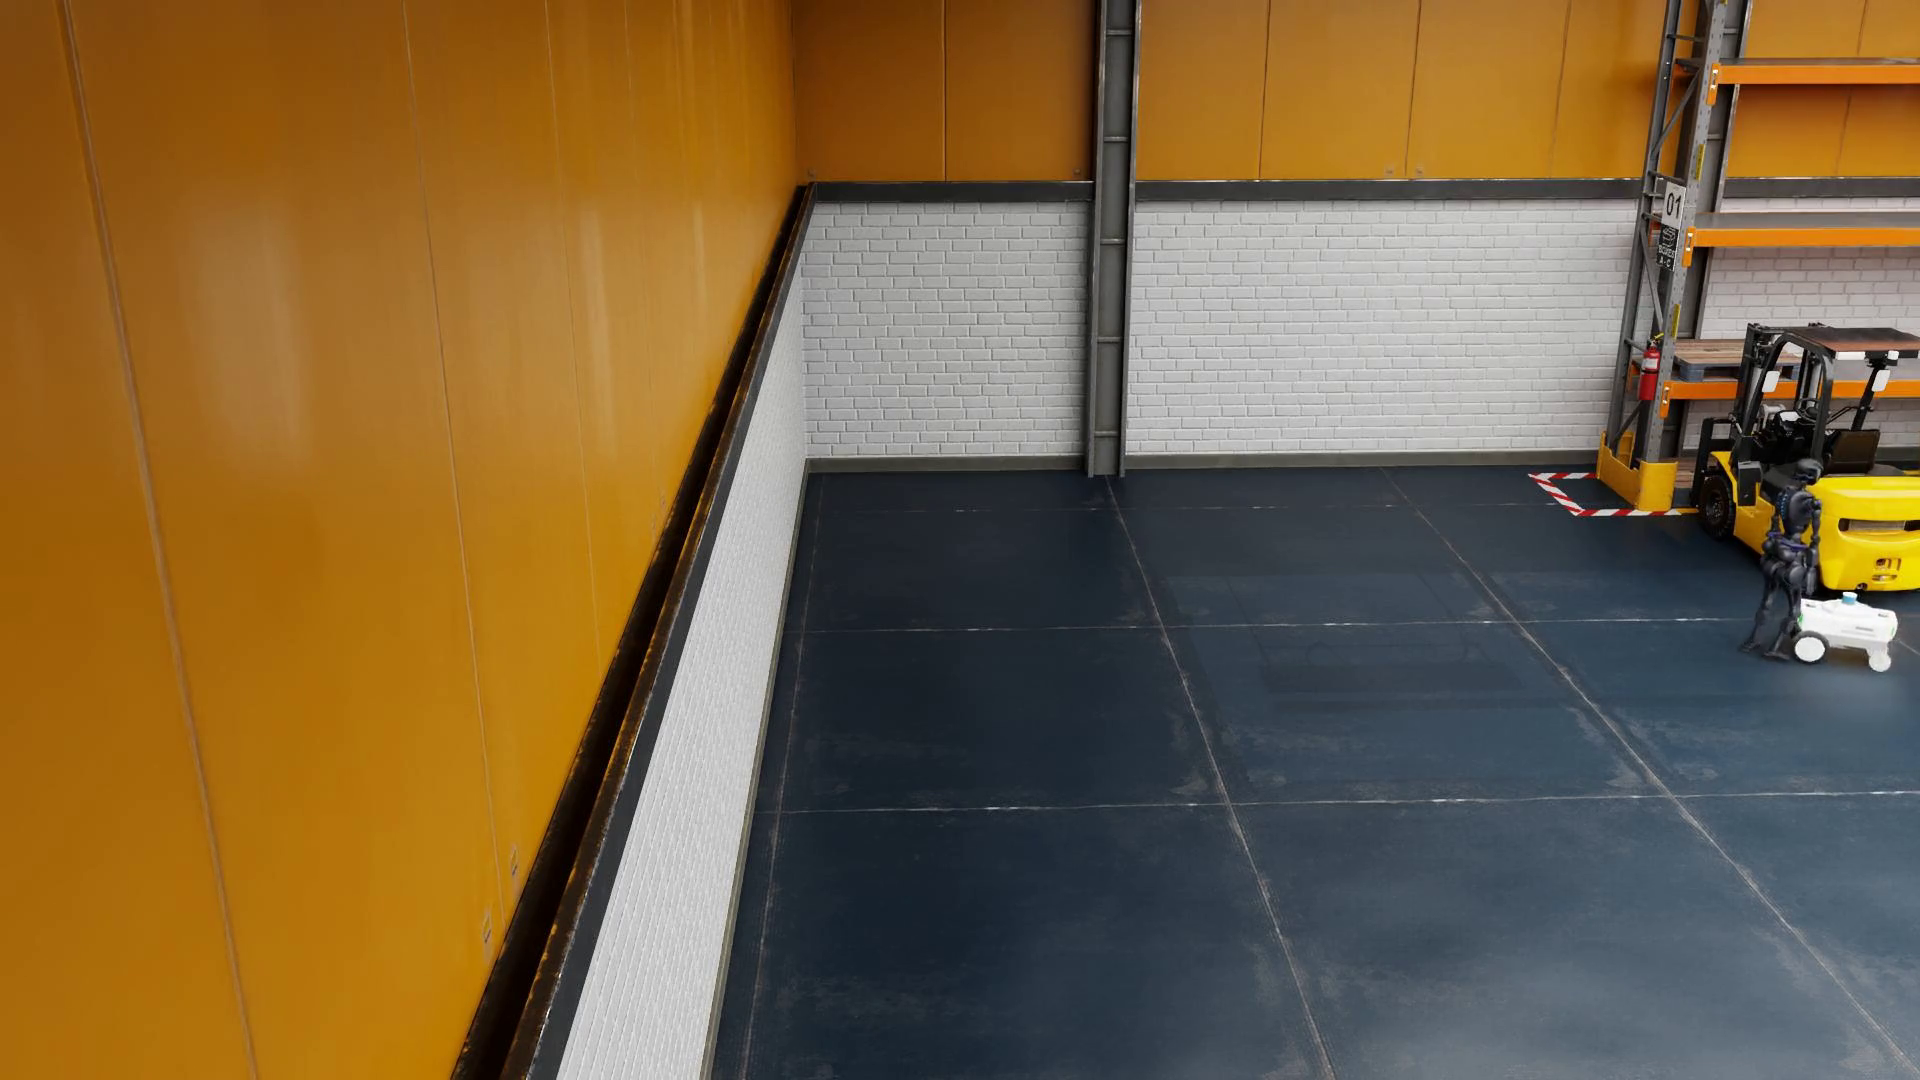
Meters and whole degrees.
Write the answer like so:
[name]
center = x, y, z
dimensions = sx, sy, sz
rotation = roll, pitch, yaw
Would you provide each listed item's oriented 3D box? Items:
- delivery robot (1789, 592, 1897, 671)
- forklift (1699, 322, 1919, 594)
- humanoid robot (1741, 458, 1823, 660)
[delivery robot]
center = 6.999, 0.713, 13.236
dimensions = 0.808, 0.614, 0.499
rotation = 8, 22, 22
[forklift]
center = 7.809, -0.792, 14.926
dimensions = 1.214, 2.155, 2.313
rotation = -1, 20, -2
[humanoid robot]
center = 6.536, 0.148, 13.108
dimensions = 0.322, 1.644, 0.588
rotation = -4, 21, -9
